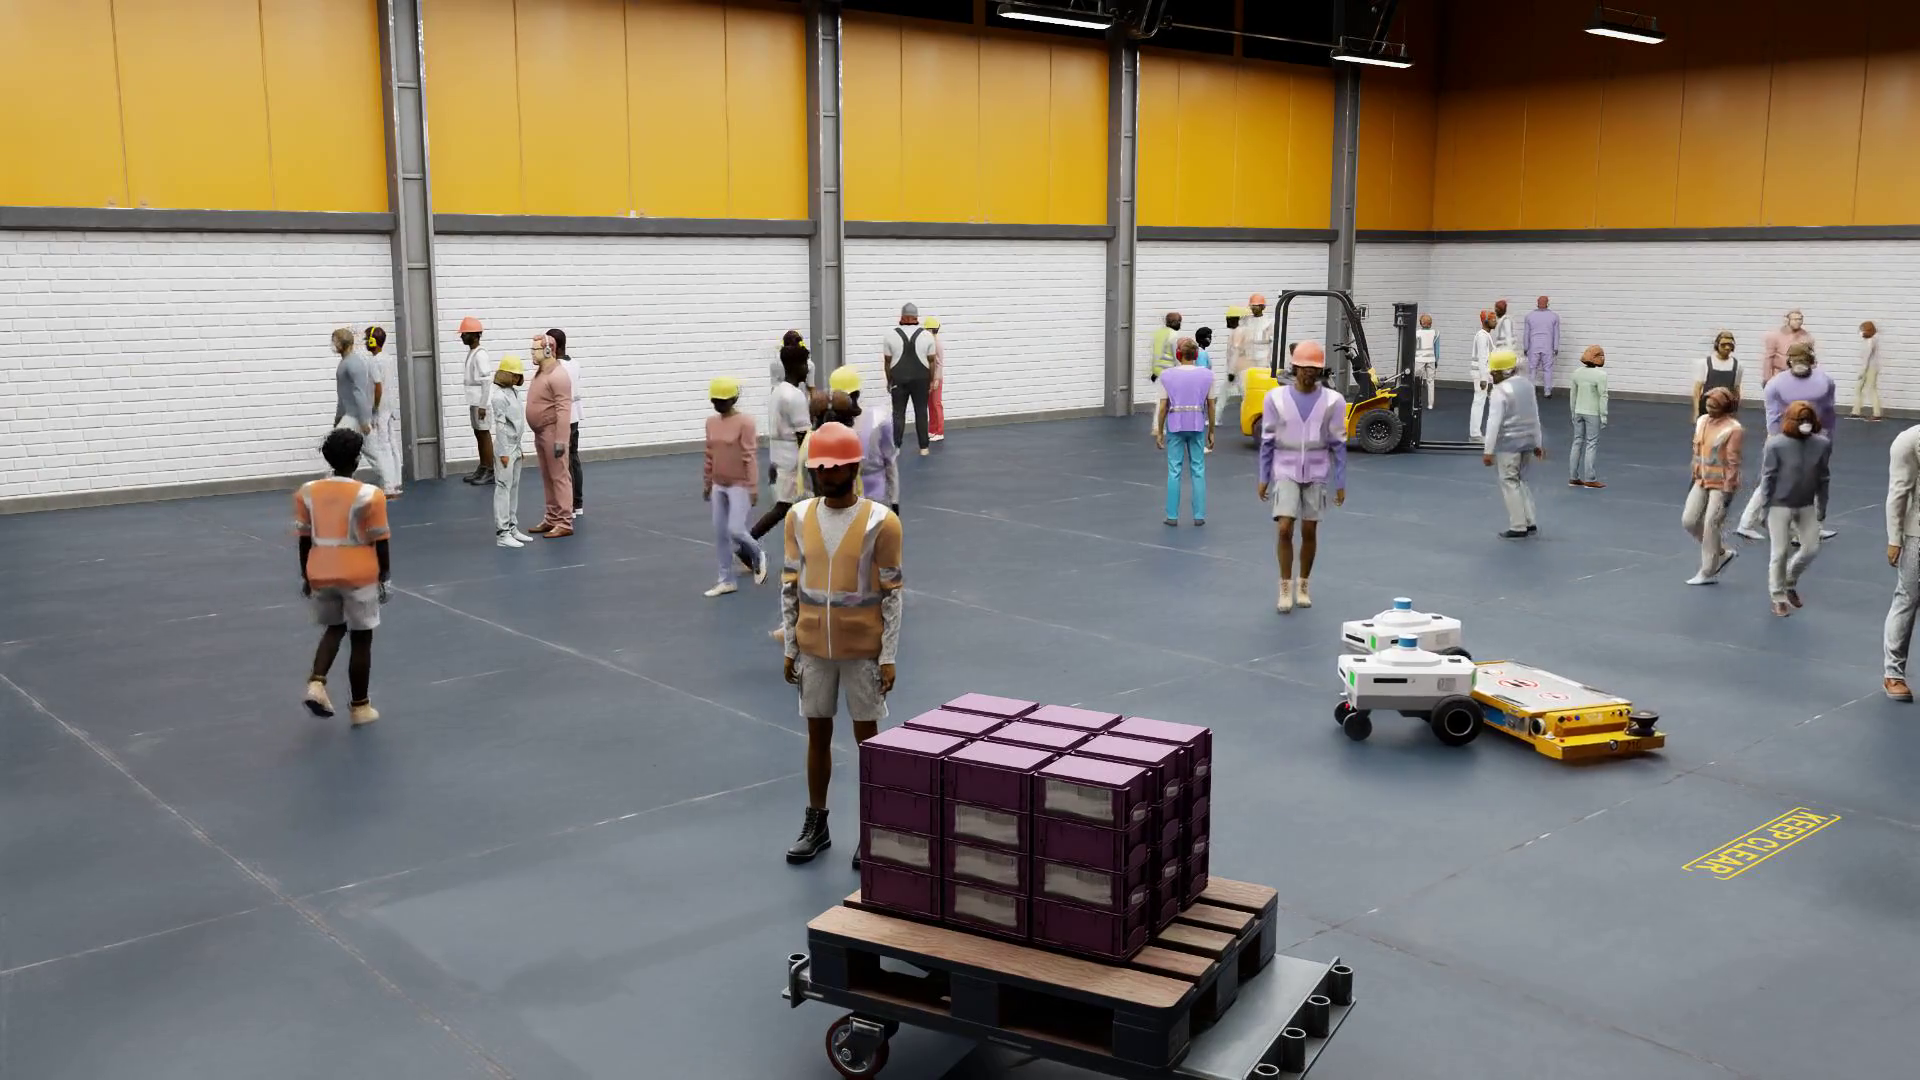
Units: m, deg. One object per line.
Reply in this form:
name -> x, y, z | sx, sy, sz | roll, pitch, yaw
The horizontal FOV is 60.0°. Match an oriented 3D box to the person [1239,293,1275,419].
person -> 4.779, -2.951, 26.812 | 0.614, 2.040, 0.391 | 6, 12, 33

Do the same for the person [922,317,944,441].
person -> -0.404, -2.299, 23.802 | 0.308, 1.769, 0.524 | -4, 11, -23

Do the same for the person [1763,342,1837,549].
person -> 7.623, -0.864, 15.132 | 0.657, 1.876, 0.862 | 2, 10, 14

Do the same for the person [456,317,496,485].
person -> -5.578, -1.597, 19.187 | 0.378, 1.938, 0.547 | -5, 11, -29

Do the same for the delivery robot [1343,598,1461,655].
delivery robot -> 2.685, 0.596, 10.119 | 0.707, 0.478, 0.477 | -4, 11, -24

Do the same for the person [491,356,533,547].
person -> -4.090, -0.812, 15.182 | 0.311, 1.737, 0.483 | 1, 10, 4

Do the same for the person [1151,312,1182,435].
person -> 3.176, -2.450, 24.541 | 0.794, 1.813, 0.660 | -4, 10, -20

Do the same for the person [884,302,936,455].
person -> -0.662, -2.144, 22.089 | 0.691, 2.000, 0.536 | 0, 10, -1

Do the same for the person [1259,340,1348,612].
person -> 2.540, -0.456, 12.273 | 0.628, 2.014, 0.768 | 1, 10, 7

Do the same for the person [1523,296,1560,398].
person -> 10.788, -3.574, 30.872 | 0.640, 1.904, 0.409 | 4, 10, 20

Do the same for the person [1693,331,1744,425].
person -> 8.562, -1.471, 18.854 | 0.516, 1.810, 0.933 | 3, 10, 15

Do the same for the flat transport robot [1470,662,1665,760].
flat transport robot -> 3.189, 0.918, 9.340 | 0.652, 0.197, 1.431 | -3, 10, -18

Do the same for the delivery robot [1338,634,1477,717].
delivery robot -> 2.452, 0.762, 9.148 | 0.707, 0.478, 0.477 | 0, 10, 2

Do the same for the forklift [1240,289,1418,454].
forklift -> 5.034, -2.339, 22.783 | 2.313, 2.155, 1.214 | 3, 10, 16

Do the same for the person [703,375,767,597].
person -> -1.741, -0.415, 12.844 | 0.595, 1.737, 0.508 | 7, 12, 37

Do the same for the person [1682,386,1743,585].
person -> 6.019, -0.428, 13.267 | 0.440, 1.612, 0.577 | -2, 10, -12

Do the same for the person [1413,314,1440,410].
person -> 7.966, -3.043, 28.527 | 0.521, 1.640, 0.307 | -1, 10, -5

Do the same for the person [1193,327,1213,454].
person -> 3.228, -2.009, 22.313 | 0.321, 1.694, 0.529 | 0, 10, -2

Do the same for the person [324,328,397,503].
person -> -6.482, -1.286, 17.527 | 1.031, 1.877, 0.635 | -4, 10, -21

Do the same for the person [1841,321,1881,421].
person -> 14.463, -2.695, 26.589 | 0.647, 1.597, 0.526 | 3, 10, 19

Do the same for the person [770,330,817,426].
person -> -1.757, -1.277, 17.551 | 0.572, 1.866, 0.359 | 1, 10, 5

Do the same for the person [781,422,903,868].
person -> -0.520, 0.455, 7.180 | 0.545, 1.938, 0.361 | 3, 10, 15

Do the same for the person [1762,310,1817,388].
person -> 11.678, -2.270, 23.297 | 0.673, 1.872, 0.878 | 0, 10, 2

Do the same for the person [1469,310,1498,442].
person -> 7.389, -2.306, 23.500 | 0.338, 1.882, 0.582 | 3, 10, 17

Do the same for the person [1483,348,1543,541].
person -> 5.100, -0.881, 15.430 | 0.615, 1.788, 0.503 | -9, 13, -42

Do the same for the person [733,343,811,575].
person -> -1.462, -0.671, 13.813 | 0.963, 1.935, 0.593 | -3, 10, -15

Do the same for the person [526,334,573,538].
person -> -3.871, -0.974, 15.635 | 0.401, 1.910, 0.642 | -6, 11, -31

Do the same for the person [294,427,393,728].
person -> -3.431, 0.217, 9.297 | 0.536, 1.687, 0.380 | 2, 10, 11

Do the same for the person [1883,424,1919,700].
person -> 5.805, -0.002, 9.857 | 0.631, 1.936, 0.362 | 0, 10, 2

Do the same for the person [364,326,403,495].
person -> -6.378, -1.415, 18.322 | 0.327, 1.871, 0.514 | 0, 10, 3

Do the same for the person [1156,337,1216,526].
person -> 2.206, -1.046, 16.229 | 0.572, 1.844, 0.376 | 0, 10, -1

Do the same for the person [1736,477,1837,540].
person -> 7.636, -0.759, 15.277 | 0.871, 1.585, 0.536 | 8, 13, 40

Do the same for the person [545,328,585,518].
person -> -3.996, -1.172, 16.773 | 0.392, 1.915, 0.590 | 1, 10, 7

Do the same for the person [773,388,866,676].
person -> -0.840, -0.039, 10.403 | 0.541, 1.825, 0.640 | -1, 10, -7

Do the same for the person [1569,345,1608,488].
person -> 7.179, -1.409, 18.978 | 0.265, 1.632, 0.508 | -5, 11, -25

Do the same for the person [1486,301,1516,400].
person -> 10.049, -3.496, 30.697 | 0.759, 1.833, 0.617 | 1, 10, 6

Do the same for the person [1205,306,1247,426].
person -> 4.248, -2.672, 25.679 | 0.974, 1.880, 0.601 | 0, 10, 2

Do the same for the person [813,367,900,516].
person -> -0.749, -0.329, 12.039 | 0.603, 1.867, 1.033 | 2, 10, 13

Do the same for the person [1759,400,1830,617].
person -> 6.092, -0.236, 12.188 | 0.521, 1.605, 0.441 | 0, 10, -2
